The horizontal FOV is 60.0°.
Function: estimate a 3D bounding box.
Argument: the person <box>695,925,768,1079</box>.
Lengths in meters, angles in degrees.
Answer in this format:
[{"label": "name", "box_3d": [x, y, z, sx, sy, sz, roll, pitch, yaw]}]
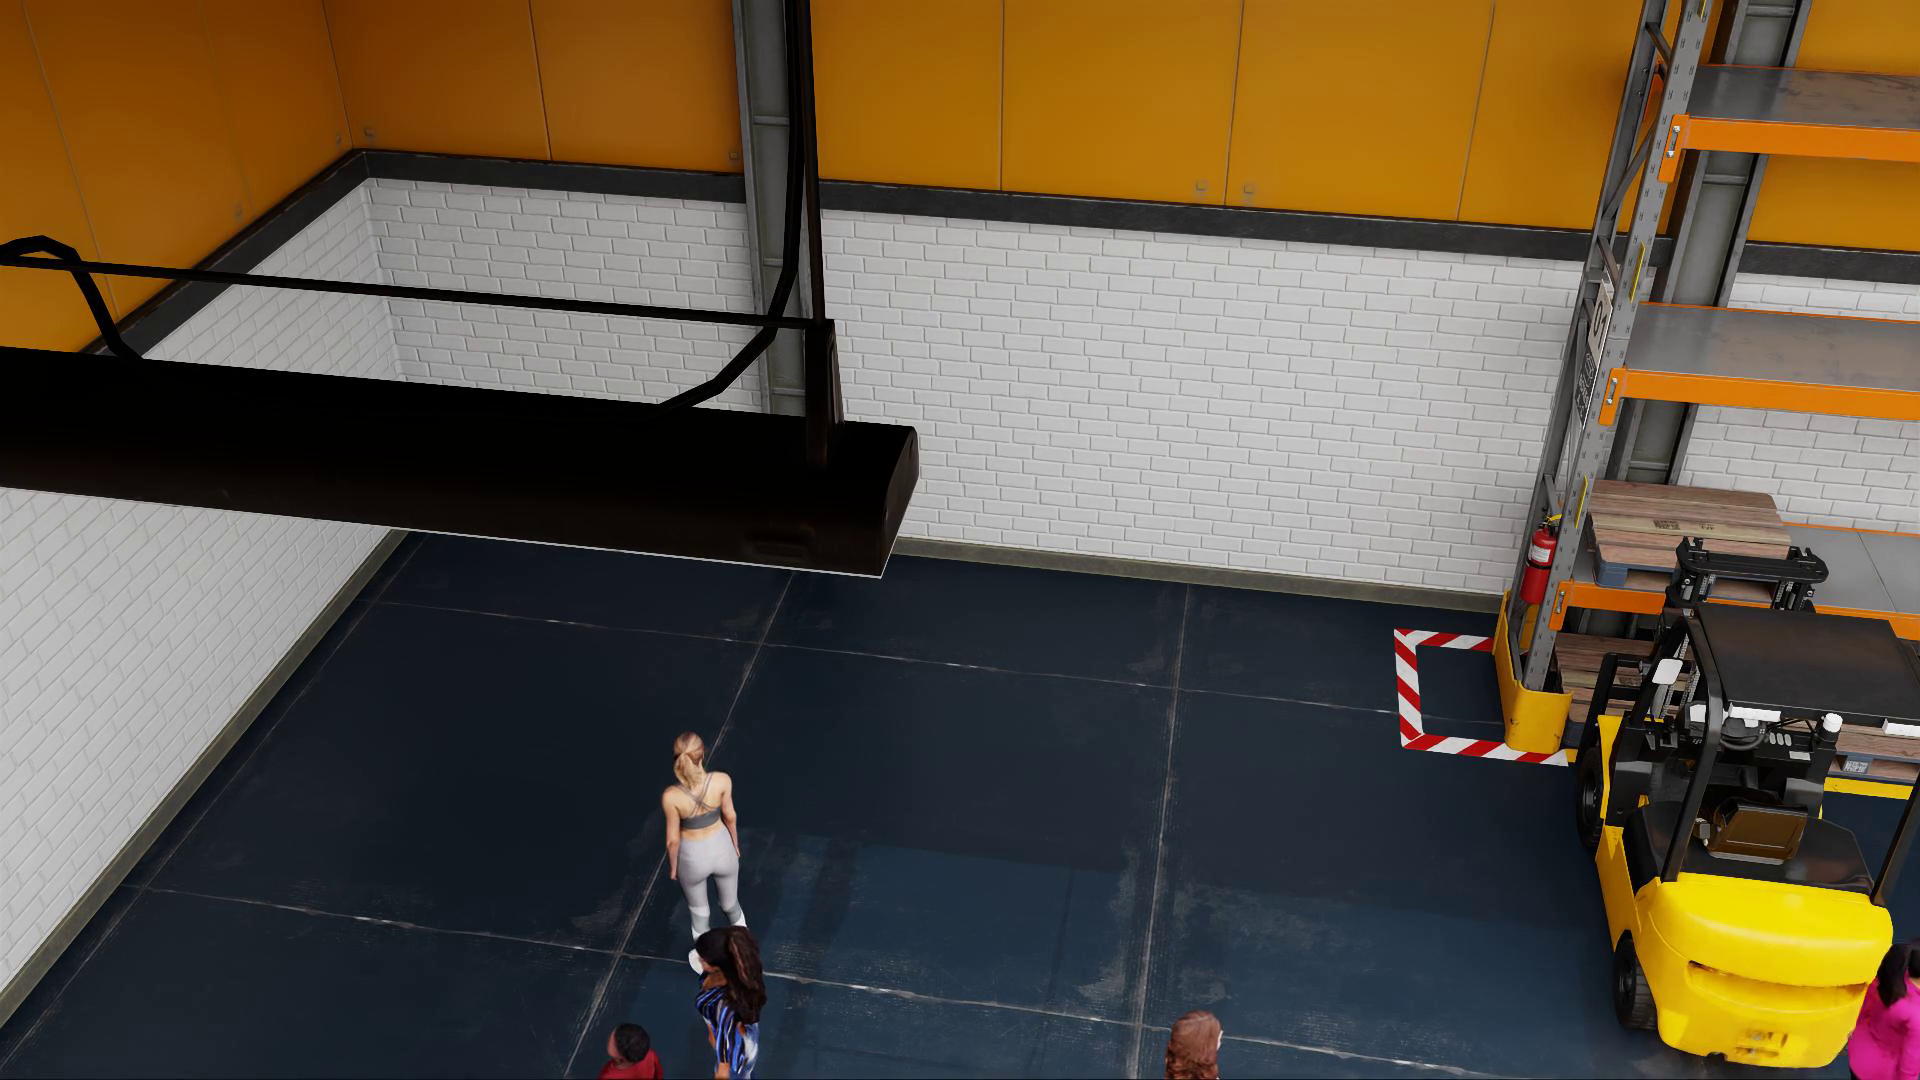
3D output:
[{"label": "person", "box_3d": [-1.092, 2.443, 8.031, 0.600, 1.624, 0.641, 0, 34, 0]}]

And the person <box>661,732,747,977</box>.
[{"label": "person", "box_3d": [-1.379, 1.731, 9.028, 0.611, 1.706, 0.699, -14, 36, -20]}]

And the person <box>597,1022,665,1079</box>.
[{"label": "person", "box_3d": [-1.540, 2.740, 7.918, 0.631, 1.254, 0.590, 28, 43, 35]}]

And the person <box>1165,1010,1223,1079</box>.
[{"label": "person", "box_3d": [1.008, 2.742, 7.470, 0.704, 1.747, 0.664, -17, 37, -23]}]
